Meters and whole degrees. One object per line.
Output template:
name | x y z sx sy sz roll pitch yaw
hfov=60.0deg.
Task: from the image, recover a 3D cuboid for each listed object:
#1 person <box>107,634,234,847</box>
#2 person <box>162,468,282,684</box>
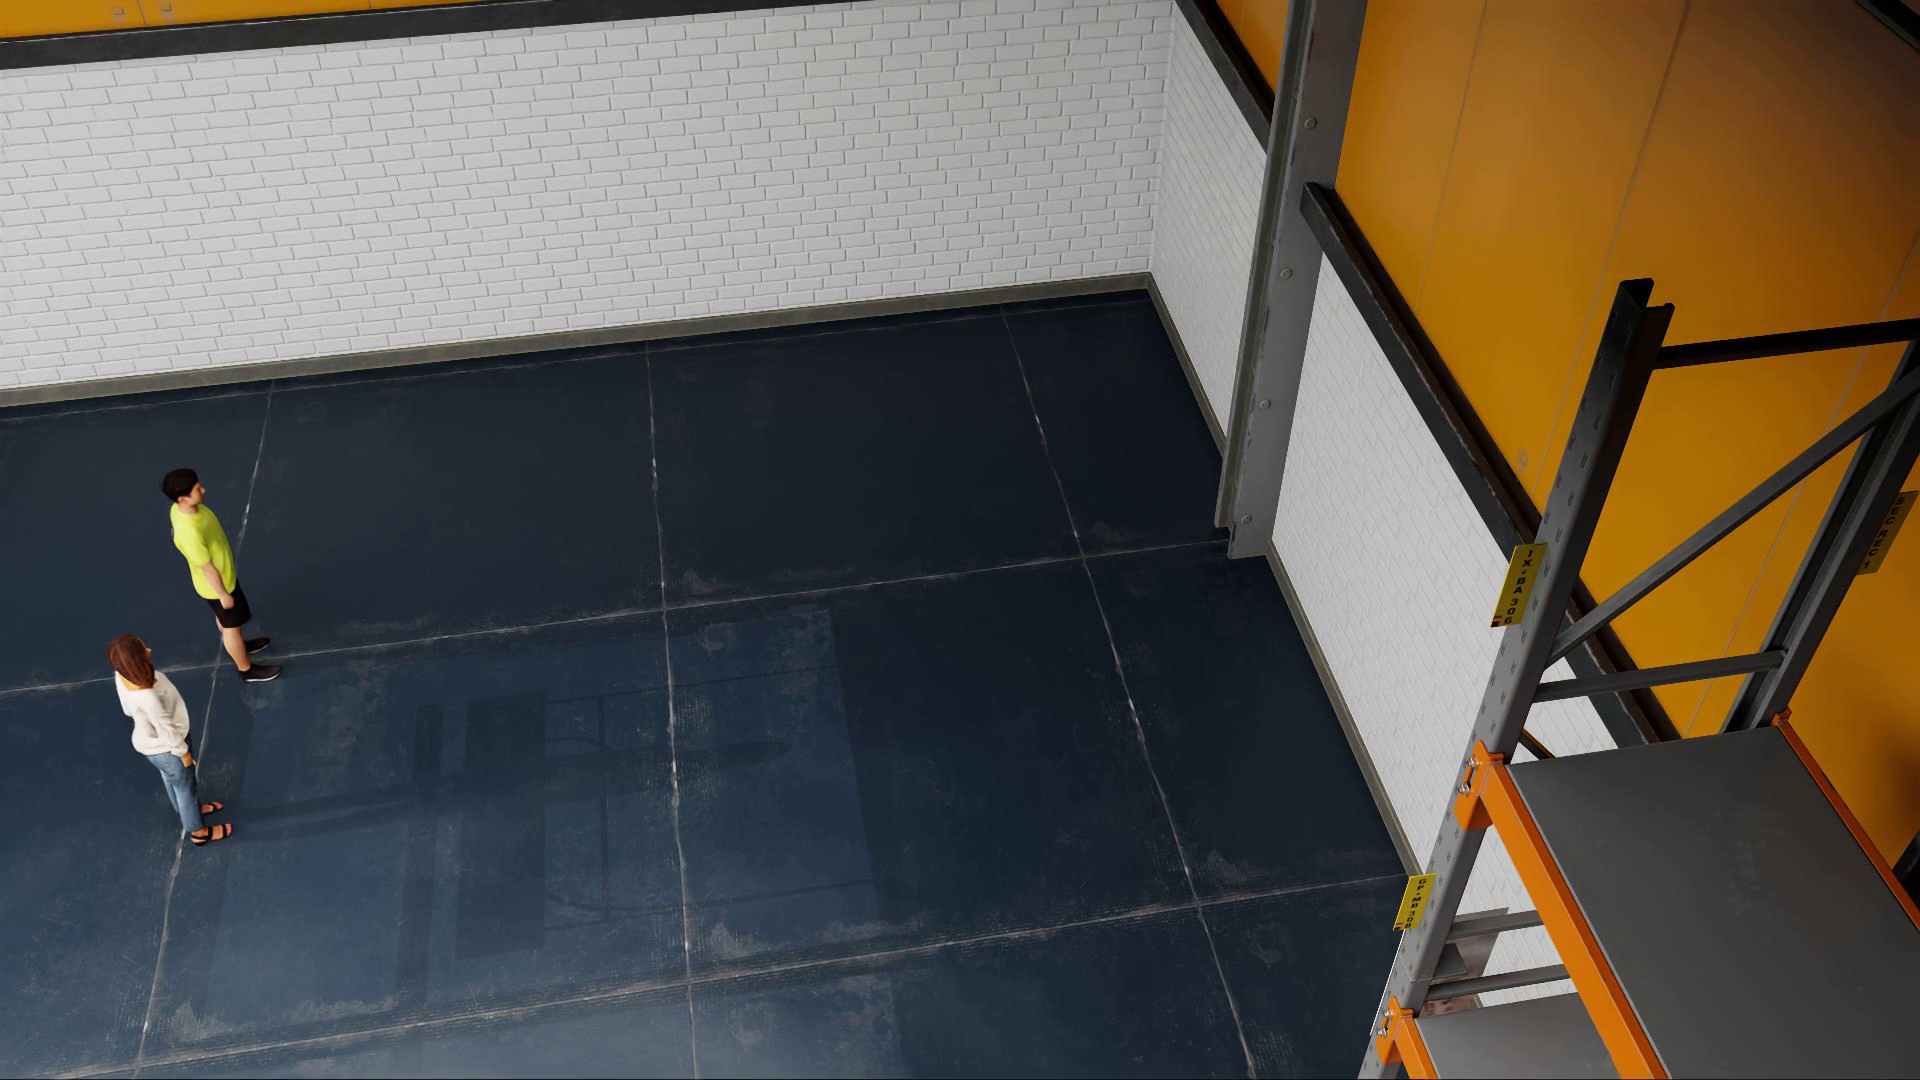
person | -4.646 1.163 9.676 0.765 1.677 0.661 -32 52 -29
person | -4.779 0.221 10.643 0.748 1.708 0.572 -21 47 -21
